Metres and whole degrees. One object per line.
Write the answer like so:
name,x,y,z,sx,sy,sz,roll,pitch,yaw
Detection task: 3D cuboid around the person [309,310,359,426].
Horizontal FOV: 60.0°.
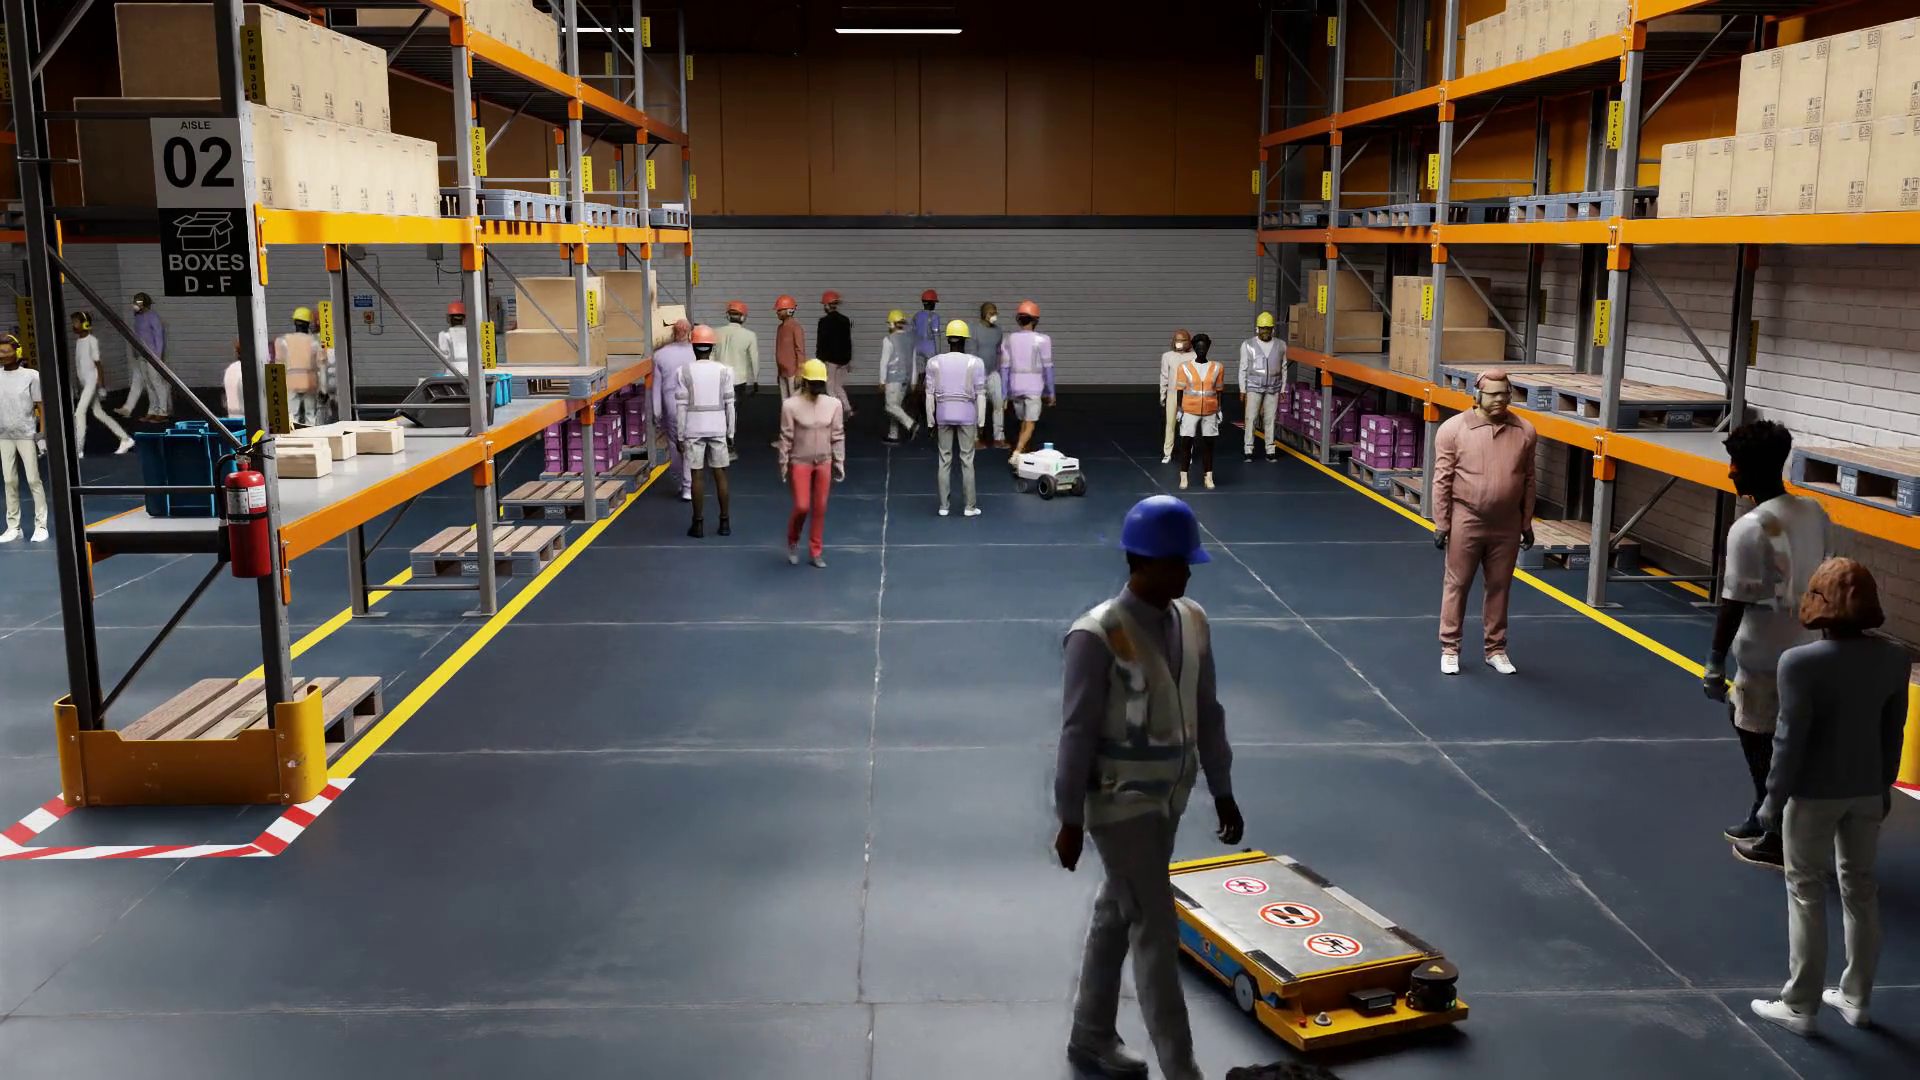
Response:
person,-7.923,-1.984,20.997,0.998,1.838,0.587,5,11,24

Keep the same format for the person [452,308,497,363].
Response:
person,-7.093,-2.576,24.341,0.633,1.824,0.436,-4,11,-21

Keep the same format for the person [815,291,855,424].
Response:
person,-1.845,-2.614,24.103,0.422,1.977,0.619,8,13,37

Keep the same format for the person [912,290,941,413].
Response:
person,-0.487,-2.947,26.060,0.551,1.932,0.378,9,14,42

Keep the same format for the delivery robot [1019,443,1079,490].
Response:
delivery robot,0.934,-0.783,17.585,0.477,0.478,0.707,-7,12,-35

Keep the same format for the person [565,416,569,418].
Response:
person,-5.979,-2.754,25.063,0.515,1.908,0.669,7,12,34

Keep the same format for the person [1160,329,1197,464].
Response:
person,2.670,-1.730,20.117,0.504,1.631,0.280,2,10,11

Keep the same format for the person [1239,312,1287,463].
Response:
person,3.691,-1.851,20.237,0.600,1.831,0.404,0,10,-3

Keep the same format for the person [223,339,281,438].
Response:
person,-6.459,-0.969,15.317,0.478,1.836,0.652,-10,14,-44

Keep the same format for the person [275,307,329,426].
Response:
person,-7.939,-1.859,20.077,0.616,1.902,0.572,-3,10,-14

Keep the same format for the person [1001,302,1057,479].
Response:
person,0.717,-1.709,18.982,0.604,2.010,0.956,6,12,31

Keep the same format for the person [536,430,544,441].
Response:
person,-5.648,-2.173,22.454,0.536,1.684,0.368,0,10,1

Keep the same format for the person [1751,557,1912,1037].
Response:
person,2.949,0.868,5.646,0.505,1.631,0.278,-2,10,-13

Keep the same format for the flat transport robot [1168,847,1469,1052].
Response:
flat transport robot,1.172,1.453,6.180,0.652,0.197,1.431,-4,11,-20

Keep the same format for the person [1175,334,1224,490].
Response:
person,2.598,-1.387,18.032,0.541,1.696,0.315,0,10,-3

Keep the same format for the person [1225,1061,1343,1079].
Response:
person,0.215,1.436,1.752,0.429,1.901,0.610,2,10,10

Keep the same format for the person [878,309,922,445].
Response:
person,-0.766,-2.118,21.829,0.690,1.804,0.599,8,13,37

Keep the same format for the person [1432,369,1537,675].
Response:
person,3.256,-0.106,10.314,0.651,1.905,0.409,0,10,-3

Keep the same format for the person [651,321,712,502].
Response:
person,-2.872,-1.364,17.450,0.677,1.851,0.993,-1,10,-3

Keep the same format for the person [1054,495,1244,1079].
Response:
person,0.653,0.821,5.095,0.890,1.910,0.626,9,14,42

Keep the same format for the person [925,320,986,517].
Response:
person,-0.036,-1.180,16.242,0.594,1.922,0.385,2,10,10

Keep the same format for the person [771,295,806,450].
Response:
person,-2.219,-2.167,21.542,0.392,1.995,0.612,-6,12,-32

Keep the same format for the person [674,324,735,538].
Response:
person,-2.325,-0.989,15.148,0.551,1.934,0.373,-4,11,-20

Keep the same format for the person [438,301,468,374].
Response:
person,-6.424,-2.112,21.428,0.567,1.923,0.467,-6,12,-32

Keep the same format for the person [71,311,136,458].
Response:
person,-10.824,-1.945,20.776,0.529,1.838,0.936,9,14,43

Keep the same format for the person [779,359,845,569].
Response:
person,-1.202,-0.612,13.592,0.534,1.745,0.441,-5,11,-27

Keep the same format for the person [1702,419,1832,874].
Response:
person,3.402,0.455,7.087,0.648,1.938,0.578,-7,12,-34

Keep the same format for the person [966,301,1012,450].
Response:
person,0.368,-2.090,21.336,0.643,1.911,0.761,-8,13,-39

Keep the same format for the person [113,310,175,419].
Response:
person,-12.374,-2.719,25.148,0.647,1.799,0.943,6,12,30

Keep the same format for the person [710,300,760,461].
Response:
person,-2.779,-1.972,20.560,0.622,1.954,0.787,3,11,17

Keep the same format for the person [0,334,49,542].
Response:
person,-8.438,-0.905,14.875,0.531,1.867,0.316,0,10,-3

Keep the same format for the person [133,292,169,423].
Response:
person,-12.047,-2.711,24.732,0.634,1.937,0.355,9,13,40

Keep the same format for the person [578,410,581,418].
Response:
person,-5.691,-2.655,24.490,0.576,1.915,0.517,-1,10,-5

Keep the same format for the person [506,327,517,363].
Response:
person,-6.359,-2.391,23.978,0.521,1.570,0.828,9,14,41
